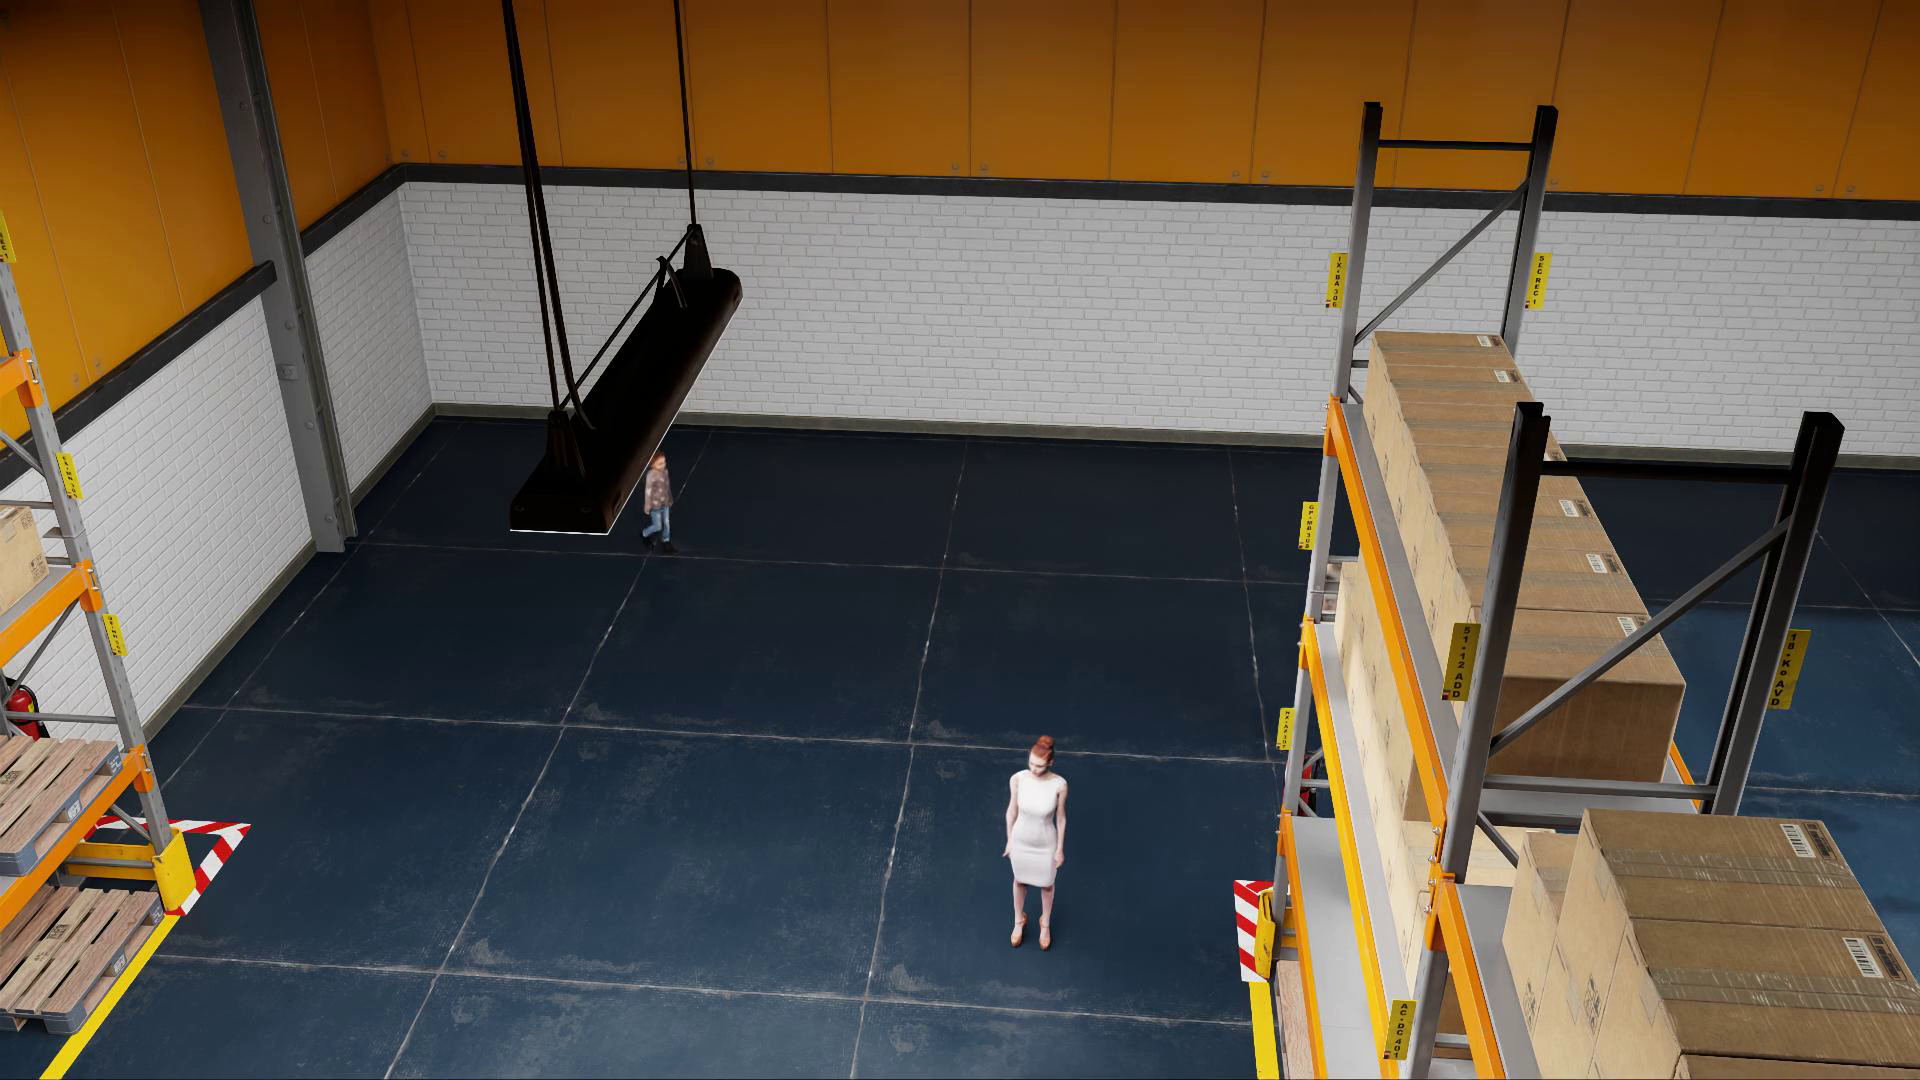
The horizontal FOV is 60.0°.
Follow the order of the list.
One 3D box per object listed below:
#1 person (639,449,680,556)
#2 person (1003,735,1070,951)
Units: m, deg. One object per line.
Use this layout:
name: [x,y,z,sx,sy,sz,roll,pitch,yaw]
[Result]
person: [-3.053,-0.389,16.629,0.715,1.181,0.688,15,32,26]
person: [0.528,2.084,11.450,0.600,1.798,0.520,6,29,11]
